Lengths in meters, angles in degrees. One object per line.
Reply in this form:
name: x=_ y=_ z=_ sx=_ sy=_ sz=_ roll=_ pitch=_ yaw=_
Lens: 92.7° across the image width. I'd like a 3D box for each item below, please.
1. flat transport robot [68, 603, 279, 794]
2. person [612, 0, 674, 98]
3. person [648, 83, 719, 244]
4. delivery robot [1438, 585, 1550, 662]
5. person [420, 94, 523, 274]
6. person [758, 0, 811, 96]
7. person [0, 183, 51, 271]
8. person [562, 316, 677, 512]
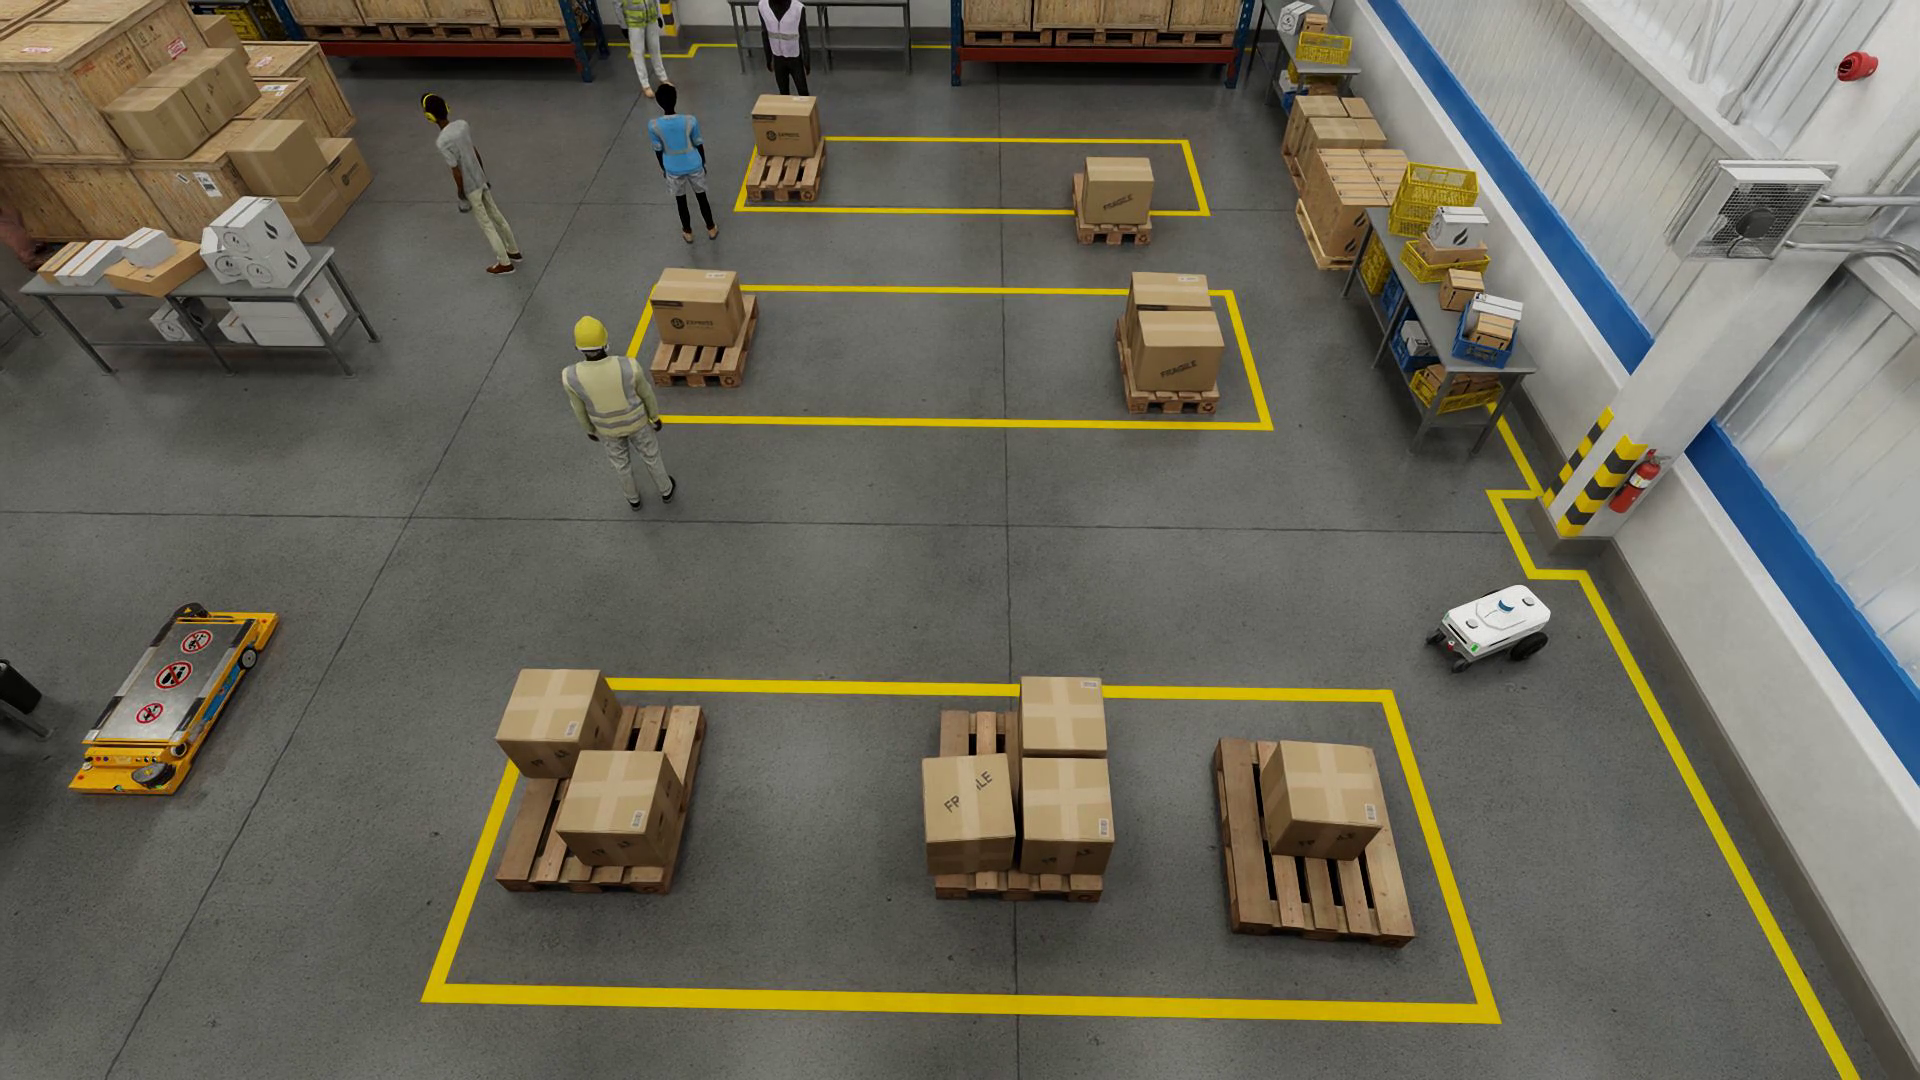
flat transport robot: x=-5.504 y=1.072 z=6.442 sx=0.652 sy=0.197 sz=1.431 roll=1 pitch=50 yaw=1
person: x=-4.235 y=-6.900 z=12.165 sx=0.429 sy=1.842 sz=0.633 roll=36 pitch=59 yaw=26
person: x=-2.955 y=-3.991 z=9.798 sx=0.535 sy=1.697 sz=0.318 roll=-12 pitch=51 yaw=-10
delivery robot: x=3.850 y=0.586 z=6.609 sx=0.707 sy=0.478 sz=0.477 roll=-17 pitch=52 yaw=-14
person: x=-4.990 y=-3.607 z=9.366 sx=0.327 sy=1.865 sz=0.518 roll=7 pitch=50 yaw=6
person: x=-2.130 y=-6.004 z=11.365 sx=0.592 sy=1.910 sz=0.384 roll=8 pitch=50 yaw=7
person: x=-10.063 y=-3.664 z=9.416 sx=0.440 sy=1.873 sz=0.797 roll=-26 pitch=54 yaw=-20
person: x=-2.637 y=-0.951 z=7.137 sx=0.599 sy=1.832 sz=0.404 roll=-13 pitch=51 yaw=-11
